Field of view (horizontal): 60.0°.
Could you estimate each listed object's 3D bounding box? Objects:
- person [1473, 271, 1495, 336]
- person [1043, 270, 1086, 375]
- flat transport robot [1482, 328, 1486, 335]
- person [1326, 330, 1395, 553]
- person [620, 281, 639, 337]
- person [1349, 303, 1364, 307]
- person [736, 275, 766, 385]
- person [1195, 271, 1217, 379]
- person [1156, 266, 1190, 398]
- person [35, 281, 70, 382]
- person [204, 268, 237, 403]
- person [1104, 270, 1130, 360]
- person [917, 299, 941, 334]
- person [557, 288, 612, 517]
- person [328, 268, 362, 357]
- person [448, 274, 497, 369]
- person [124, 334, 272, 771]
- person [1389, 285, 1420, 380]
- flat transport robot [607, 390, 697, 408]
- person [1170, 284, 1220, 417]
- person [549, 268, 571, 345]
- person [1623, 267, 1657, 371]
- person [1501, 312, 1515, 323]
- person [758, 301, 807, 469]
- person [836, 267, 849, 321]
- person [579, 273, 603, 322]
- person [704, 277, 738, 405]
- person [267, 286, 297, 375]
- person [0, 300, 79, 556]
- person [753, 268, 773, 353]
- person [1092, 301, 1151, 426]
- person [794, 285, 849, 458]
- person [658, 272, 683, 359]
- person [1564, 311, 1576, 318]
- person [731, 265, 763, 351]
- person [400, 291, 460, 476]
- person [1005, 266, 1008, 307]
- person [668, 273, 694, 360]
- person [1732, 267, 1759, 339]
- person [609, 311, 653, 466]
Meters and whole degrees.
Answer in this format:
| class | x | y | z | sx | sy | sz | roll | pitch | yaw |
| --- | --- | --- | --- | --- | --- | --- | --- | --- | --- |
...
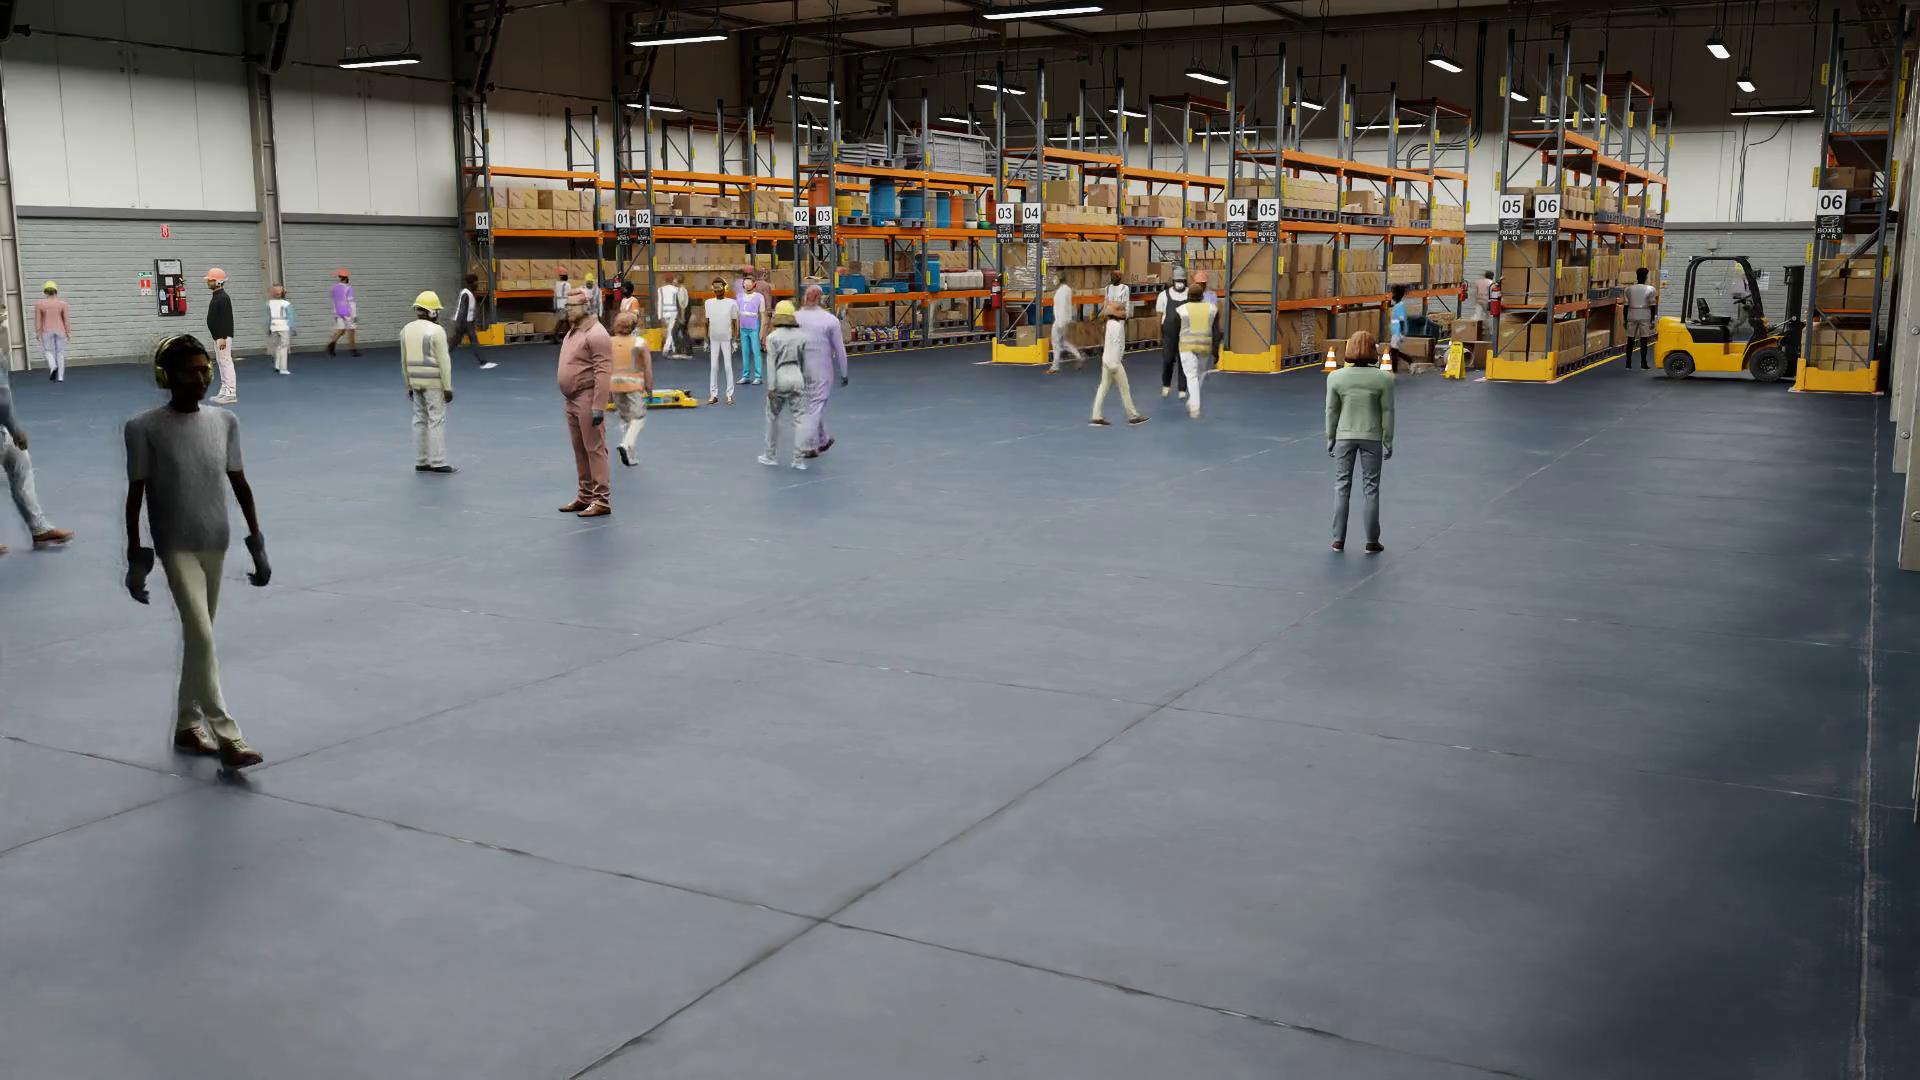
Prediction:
| class | x | y | z | sx | sy | sz | roll | pitch | yaw |
| --- | --- | --- | --- | --- | --- | --- | --- | --- | --- |
| person | 14.170 | -6.380 | 44.973 | 0.975 | 1.798 | 0.668 | -6 | 11 | -31 |
| person | 1.909 | -3.979 | 30.466 | 0.710 | 1.922 | 0.640 | 2 | 10 | 12 |
| flat transport robot | 14.147 | -5.809 | 46.024 | 0.652 | 0.197 | 1.431 | 2 | 10 | 11 |
| person | 2.934 | -0.718 | 12.223 | 0.500 | 1.636 | 0.284 | 4 | 10 | 21 |
| person | -6.267 | -4.047 | 31.542 | 0.317 | 1.695 | 0.539 | -8 | 13 | -40 |
| person | 11.848 | -7.256 | 49.644 | 0.603 | 1.945 | 1.050 | -5 | 11 | -26 |
| person | -3.543 | -3.548 | 28.167 | 0.570 | 1.848 | 0.378 | 6 | 11 | 30 |
| person | 4.240 | -3.743 | 29.113 | 0.569 | 1.914 | 0.410 | -1 | 10 | -4 |
| person | 3.362 | -3.181 | 25.465 | 0.685 | 2.000 | 0.540 | 0 | 10 | 1 |
| person | -15.687 | -3.604 | 28.779 | 0.540 | 1.750 | 0.387 | -7 | 12 | -35 |
| person | -11.009 | -3.039 | 24.759 | 0.376 | 1.997 | 0.612 | -7 | 12 | -34 |
| person | 3.265 | -4.695 | 34.785 | 0.582 | 1.882 | 0.338 | 7 | 12 | 34 |
| person | -0.852 | -6.305 | 44.206 | 0.618 | 1.874 | 0.959 | 3 | 10 | 19 |
| person | -3.171 | -1.152 | 13.977 | 0.409 | 1.906 | 0.651 | -7 | 12 | -36 |
| person | -13.245 | -4.878 | 35.748 | 0.559 | 1.925 | 0.671 | 4 | 11 | 24 |
| person | -9.587 | -4.219 | 32.166 | 1.095 | 1.844 | 0.627 | -2 | 10 | -11 |
| person | -3.162 | 0.063 | 7.049 | 0.859 | 1.838 | 0.554 | 6 | 11 | 31 |
| person | 7.735 | -3.628 | 29.094 | 0.560 | 1.681 | 0.534 | 2 | 10 | 11 |
| flat transport robot | -4.548 | -2.034 | 23.922 | 1.431 | 0.197 | 0.652 | -3 | 10 | -17 |
| person | 3.183 | -2.582 | 22.682 | 0.648 | 1.791 | 0.984 | -1 | 10 | -7 |
| person | -9.778 | -5.763 | 41.048 | 0.560 | 1.888 | 1.022 | 8 | 13 | 40 |
| person | 12.941 | -4.206 | 31.685 | 0.606 | 1.966 | 0.367 | 7 | 12 | 35 |
| person | 14.686 | -6.316 | 44.421 | 0.578 | 1.853 | 0.536 | 0 | 10 | 0 |
| person | -1.831 | -1.601 | 17.173 | 0.504 | 1.714 | 0.775 | -6 | 12 | -33 |
| person | -2.920 | -5.592 | 39.970 | 0.568 | 1.900 | 0.878 | 5 | 11 | 29 |
| person | -8.515 | -5.231 | 38.217 | 0.597 | 1.792 | 0.927 | -1 | 10 | -5 |
| person | -3.508 | -2.913 | 24.439 | 0.540 | 1.880 | 0.386 | 1 | 10 | 3 |
| person | -12.443 | -3.847 | 30.559 | 0.551 | 1.623 | 0.412 | 3 | 10 | 16 |
| person | -6.911 | -0.830 | 12.105 | 0.923 | 1.898 | 0.647 | -7 | 12 | -35 |
| person | -4.435 | -5.187 | 37.599 | 0.410 | 1.909 | 0.642 | -8 | 13 | -40 |
| person | 2.061 | -2.256 | 21.315 | 0.816 | 1.589 | 0.524 | -2 | 10 | -13 |
| person | -1.548 | -1.846 | 18.181 | 0.671 | 1.850 | 0.985 | 4 | 10 | 21 |
| person | -6.176 | -4.785 | 35.442 | 0.573 | 1.850 | 0.953 | 4 | 10 | 20 |
| person | 16.913 | -6.578 | 45.935 | 0.627 | 1.844 | 0.429 | -8 | 12 | -37 |
| person | -5.015 | -5.337 | 38.315 | 0.702 | 1.974 | 1.025 | 9 | 13 | 44 |
| person | -5.273 | -1.555 | 16.563 | 0.600 | 1.827 | 0.404 | 6 | 11 | 31 |
| person | 1.239 | -7.425 | 50.326 | 0.606 | 2.026 | 0.602 | 0 | 10 | 1 |
| person | -5.905 | -4.683 | 34.910 | 0.626 | 1.815 | 0.523 | 0 | 10 | -1 |
| person | 20.566 | -6.167 | 43.400 | 0.597 | 1.899 | 0.927 | -9 | 13 | -44 |
| person | -3.420 | -1.536 | 17.070 | 0.519 | 1.619 | 0.585 | 2 | 10 | 13 |
